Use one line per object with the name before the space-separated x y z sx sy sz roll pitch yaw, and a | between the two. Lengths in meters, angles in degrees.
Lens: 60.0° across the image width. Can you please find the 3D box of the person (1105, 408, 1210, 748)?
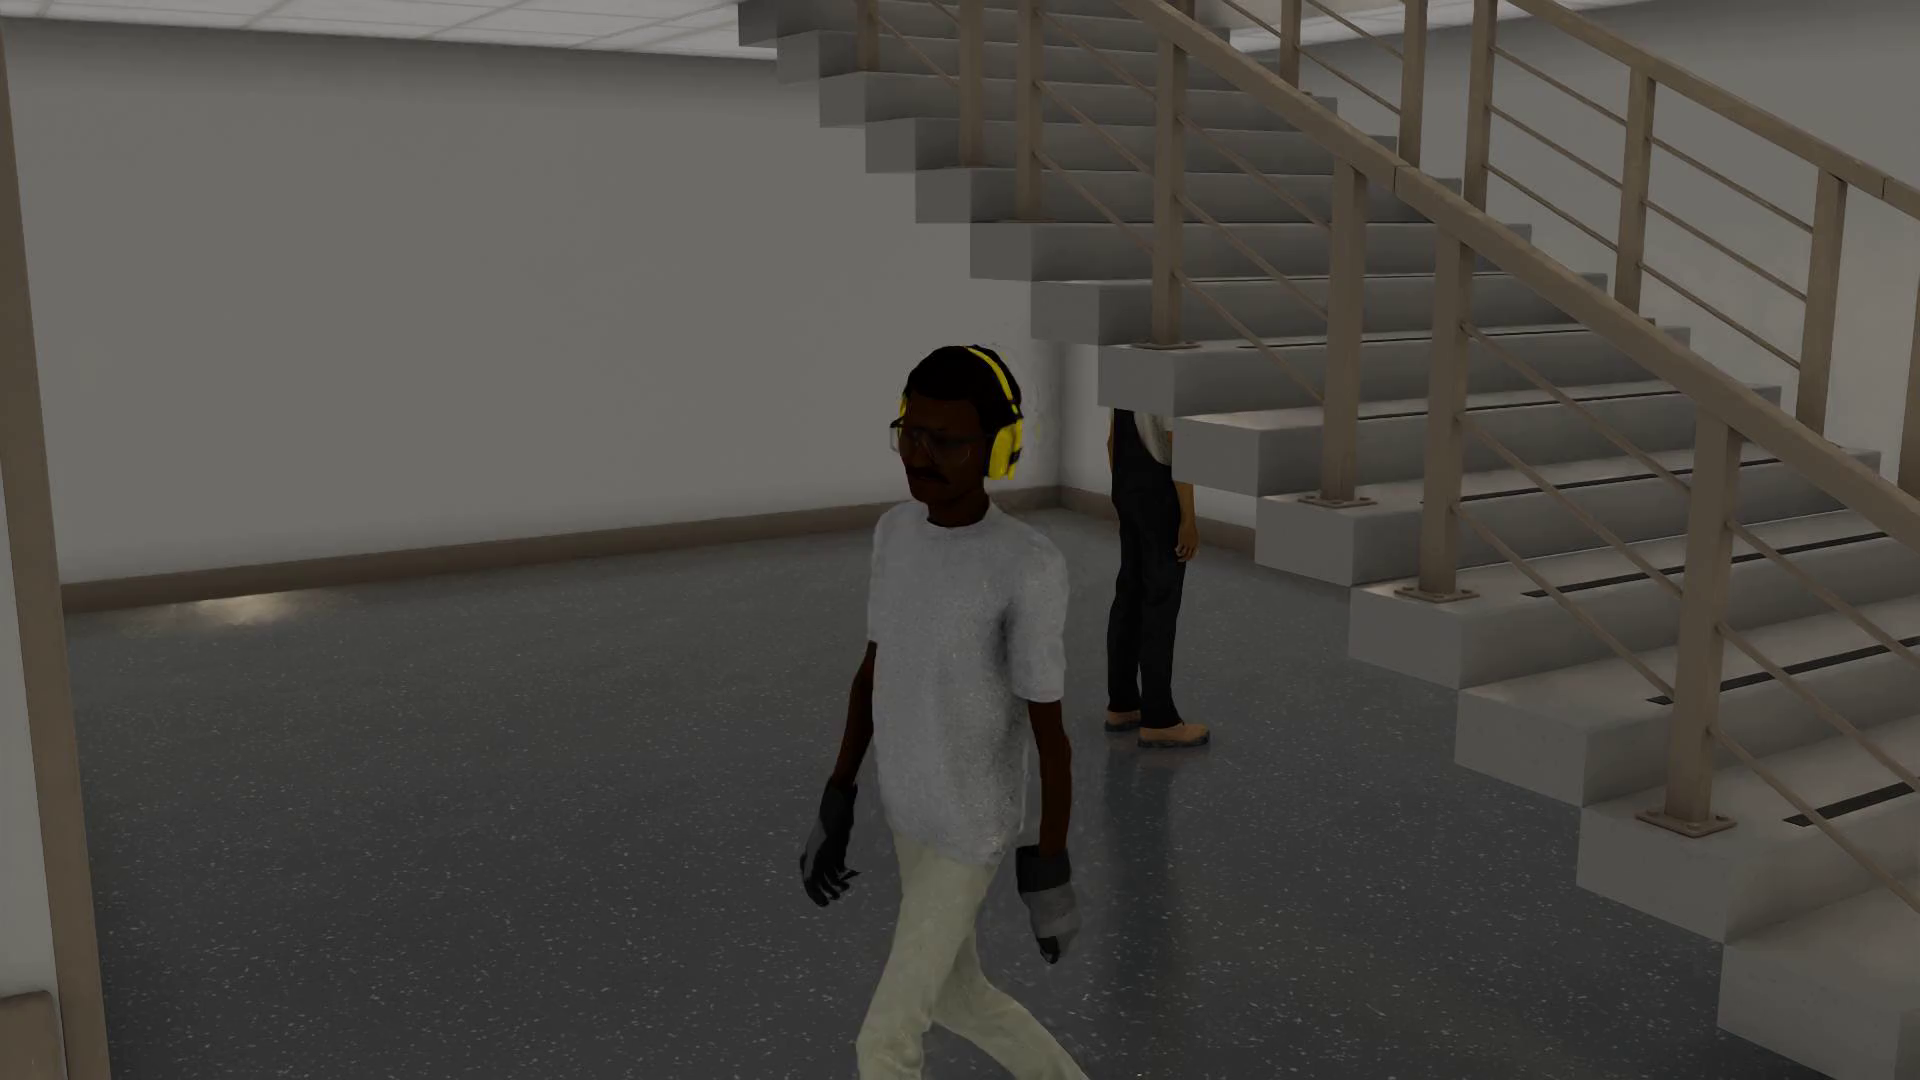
person | 0.762 -0.116 6.465 0.328 1.842 0.514 -5 12 -24

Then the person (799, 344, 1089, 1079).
person | 0.001 0.545 3.124 0.892 1.838 0.513 -6 13 -30
